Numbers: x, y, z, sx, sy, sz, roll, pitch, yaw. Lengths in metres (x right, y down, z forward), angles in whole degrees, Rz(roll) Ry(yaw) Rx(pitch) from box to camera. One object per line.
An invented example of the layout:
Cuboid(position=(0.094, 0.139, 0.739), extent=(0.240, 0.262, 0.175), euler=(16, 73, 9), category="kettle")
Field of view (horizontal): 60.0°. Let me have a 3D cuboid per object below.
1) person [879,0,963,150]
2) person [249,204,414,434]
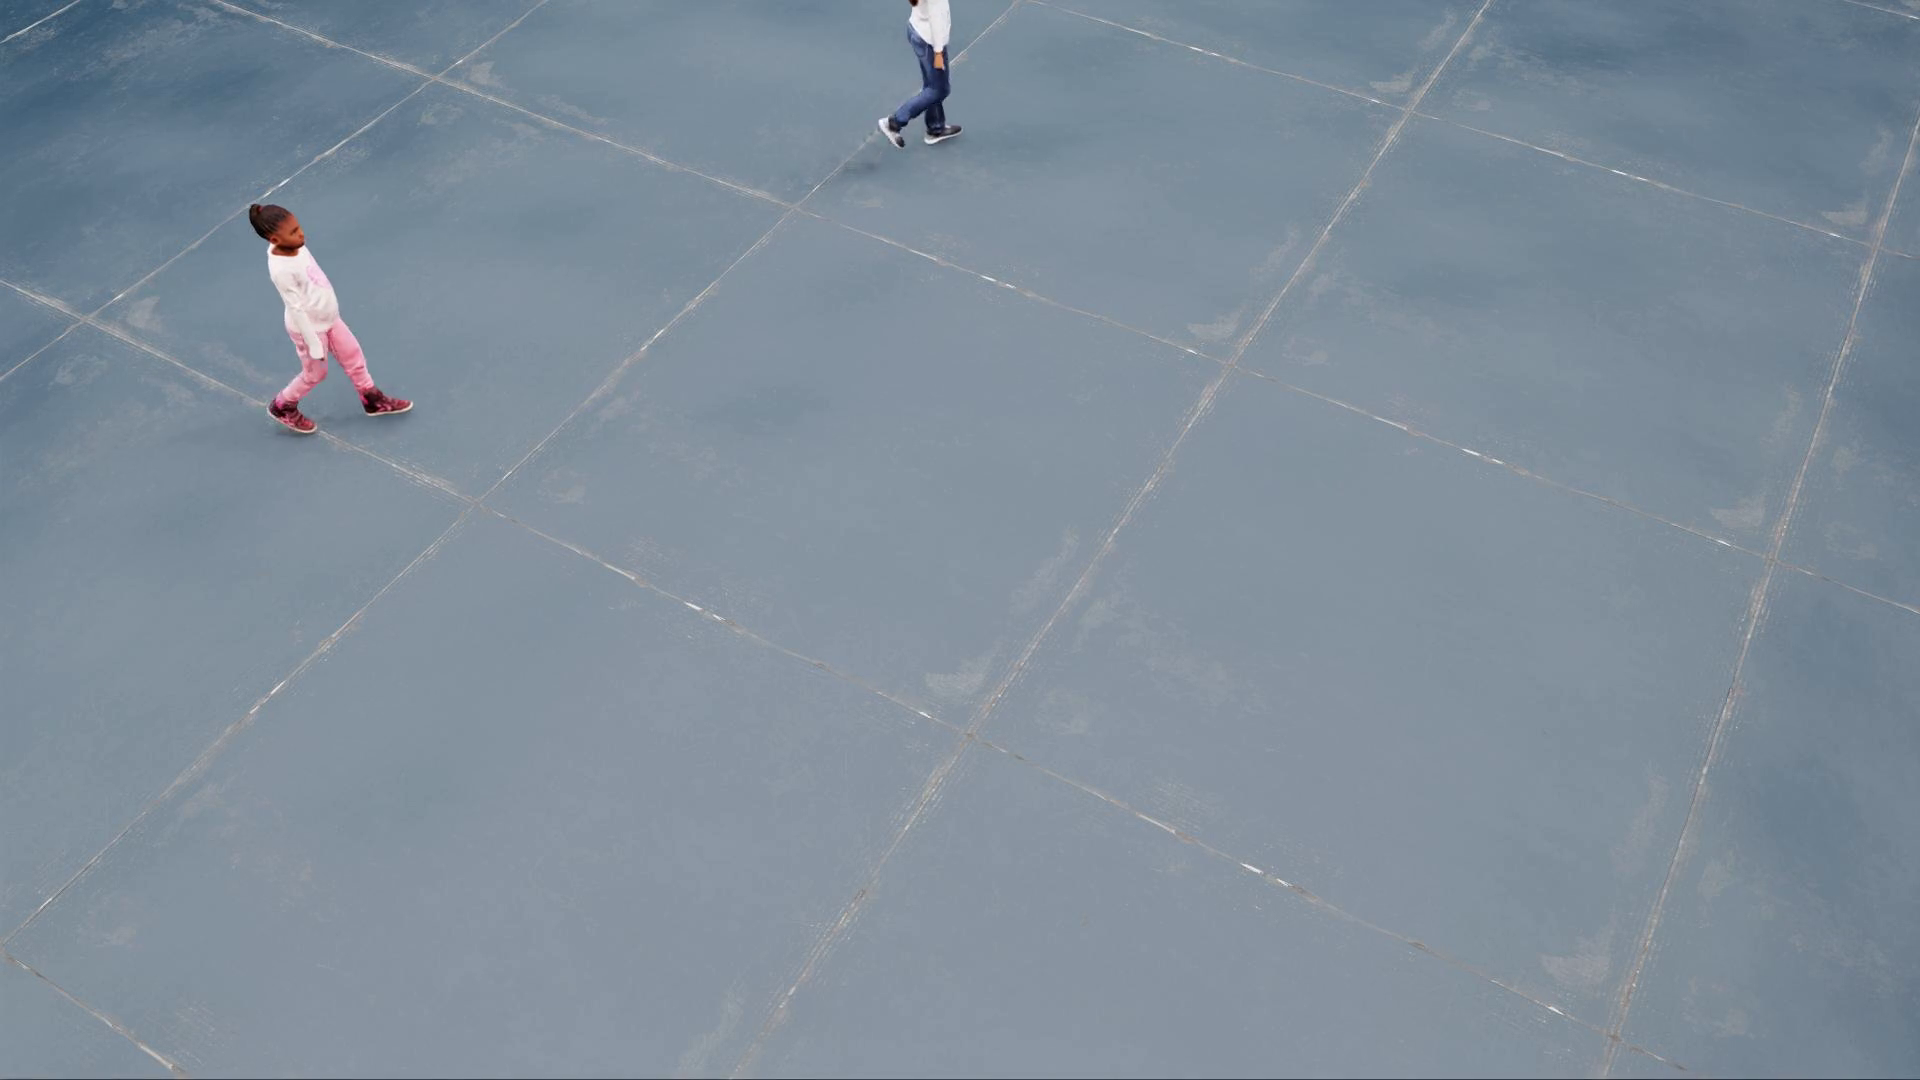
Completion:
Cuboid(position=(-0.268, -3.110, 10.389), extent=(0.854, 1.547, 0.855), euler=(-19, 50, -17), category="person")
Cuboid(position=(-3.431, -1.129, 8.640), extent=(1.033, 1.426, 0.877), euler=(-1, 47, -1), category="person")
